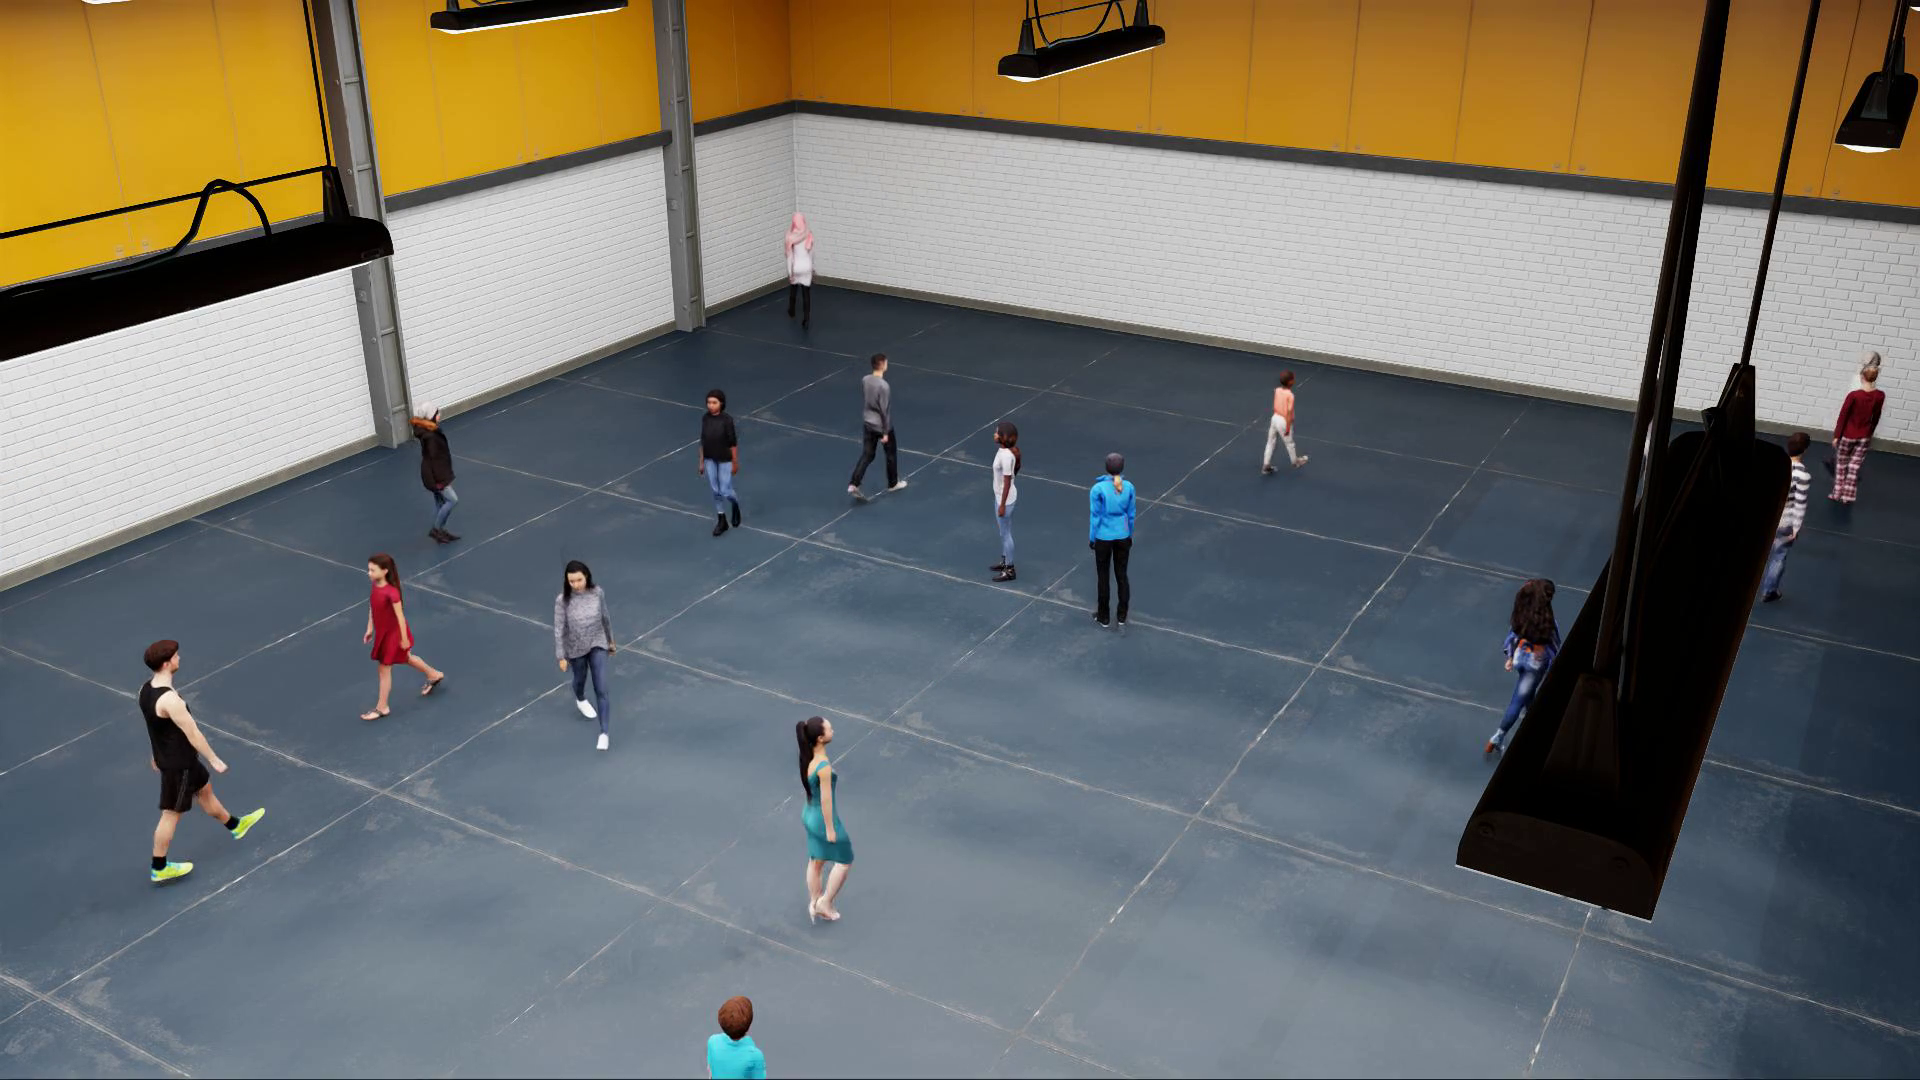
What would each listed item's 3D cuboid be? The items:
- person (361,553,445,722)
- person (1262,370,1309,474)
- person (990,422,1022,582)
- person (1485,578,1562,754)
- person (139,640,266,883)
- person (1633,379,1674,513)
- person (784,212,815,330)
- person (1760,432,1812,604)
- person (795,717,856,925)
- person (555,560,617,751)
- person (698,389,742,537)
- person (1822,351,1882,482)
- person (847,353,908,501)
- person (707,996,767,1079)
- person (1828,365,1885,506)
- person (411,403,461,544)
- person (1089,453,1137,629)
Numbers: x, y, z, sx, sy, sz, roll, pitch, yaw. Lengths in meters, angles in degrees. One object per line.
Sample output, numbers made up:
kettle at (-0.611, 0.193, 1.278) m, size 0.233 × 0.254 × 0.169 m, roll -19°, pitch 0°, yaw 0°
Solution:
person at (-4.974, 0.795, 14.764) m, size 1.125 × 1.522 × 0.745 m, roll -21°, pitch 31°, yaw -39°
person at (3.839, -1.404, 20.093) m, size 0.932 × 1.281 × 0.749 m, roll -14°, pitch 27°, yaw -29°
person at (0.465, -0.413, 17.281) m, size 0.730 × 1.719 × 0.630 m, roll -1°, pitch 24°, yaw -2°
person at (4.749, 1.099, 14.004) m, size 1.142 × 1.573 × 0.907 m, roll -16°, pitch 28°, yaw -33°
person at (-5.884, 1.687, 12.332) m, size 1.252 × 1.834 × 0.916 m, roll -21°, pitch 31°, yaw -39°
person at (7.752, -1.018, 18.718) m, size 0.740 × 1.677 × 0.720 m, roll -13°, pitch 27°, yaw -27°
person at (-2.438, -4.152, 25.766) m, size 1.069 × 1.772 × 1.117 m, roll -7°, pitch 25°, yaw -15°
person at (8.113, -0.190, 16.624) m, size 1.044 × 1.837 × 0.921 m, roll -13°, pitch 27°, yaw -27°
person at (-1.047, 2.017, 11.773) m, size 0.718 × 1.677 × 0.681 m, roll -11°, pitch 26°, yaw -24°
person at (-3.219, 0.912, 14.316) m, size 1.227 × 1.666 × 1.210 m, roll -11°, pitch 26°, yaw -23°
person at (-2.625, -0.889, 18.407) m, size 0.617 × 1.689 × 0.696 m, roll 8°, pitch 25°, yaw 18°
person at (10.610, -1.446, 19.747) m, size 0.848 × 1.637 × 0.829 m, roll -1°, pitch 24°, yaw -2°
person at (-1.016, -1.291, 19.270) m, size 0.744 × 1.735 × 1.145 m, roll 18°, pitch 29°, yaw 35°
person at (-1.287, 3.211, 9.346) m, size 0.649 × 1.435 × 0.896 m, roll 8°, pitch 25°, yaw 17°
person at (10.301, -1.205, 19.116) m, size 0.791 × 1.701 × 0.843 m, roll 1°, pitch 24°, yaw 2°
person at (-5.755, -0.708, 18.066) m, size 0.789 × 1.630 × 0.749 m, roll -9°, pitch 25°, yaw -20°
person at (1.488, -0.004, 16.249) m, size 0.684 × 1.795 × 0.724 m, roll -4°, pitch 24°, yaw -9°
